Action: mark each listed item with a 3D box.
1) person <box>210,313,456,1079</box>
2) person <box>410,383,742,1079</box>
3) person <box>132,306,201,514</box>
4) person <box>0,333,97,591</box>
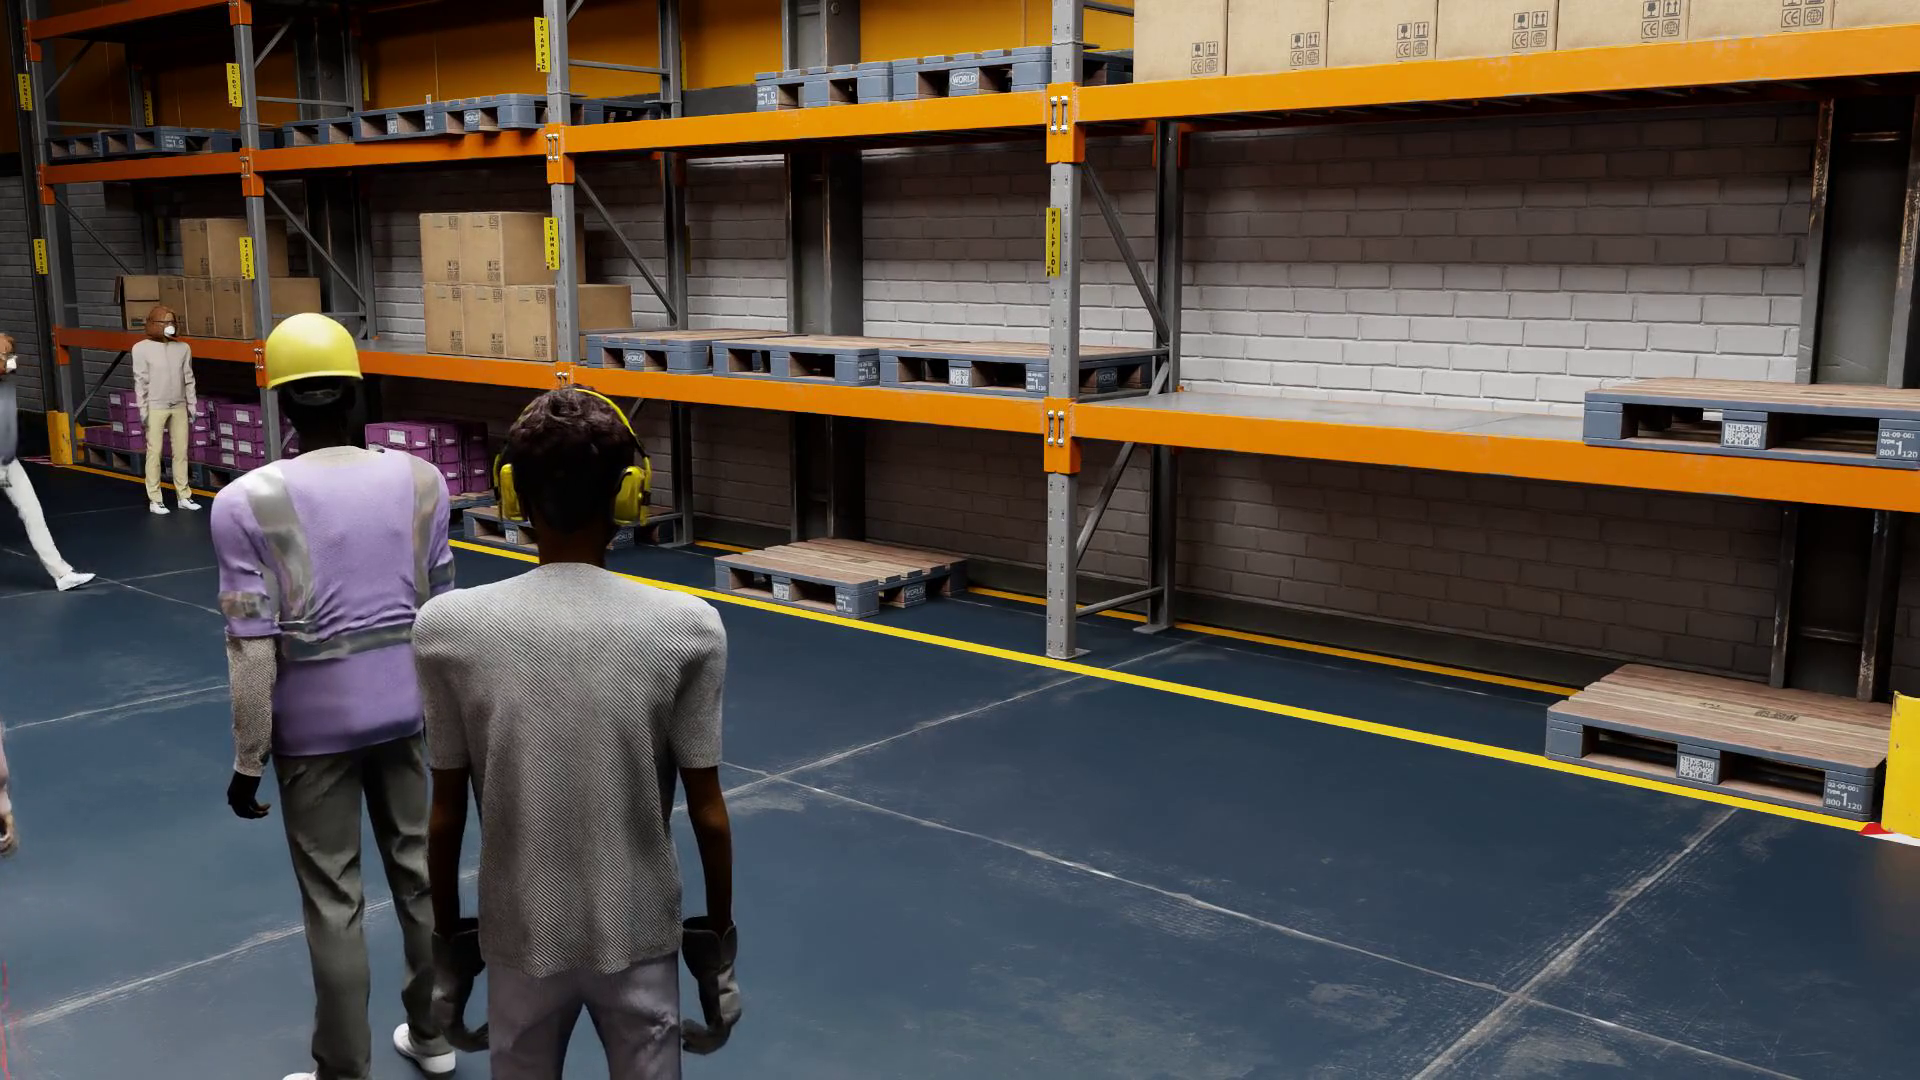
[{"bbox_3d":[-1.483,0.427,3.991,0.386,1.920,0.590,8,13,39],"label":"person"},{"bbox_3d":[-0.620,0.680,2.734,0.512,1.861,0.314,-1,10,-7],"label":"person"},{"bbox_3d":[-6.235,-1.021,13.078,0.277,1.629,0.496,6,12,33],"label":"person"},{"bbox_3d":[-5.726,-0.443,9.931,0.898,1.576,0.499,1,10,5],"label":"person"}]
